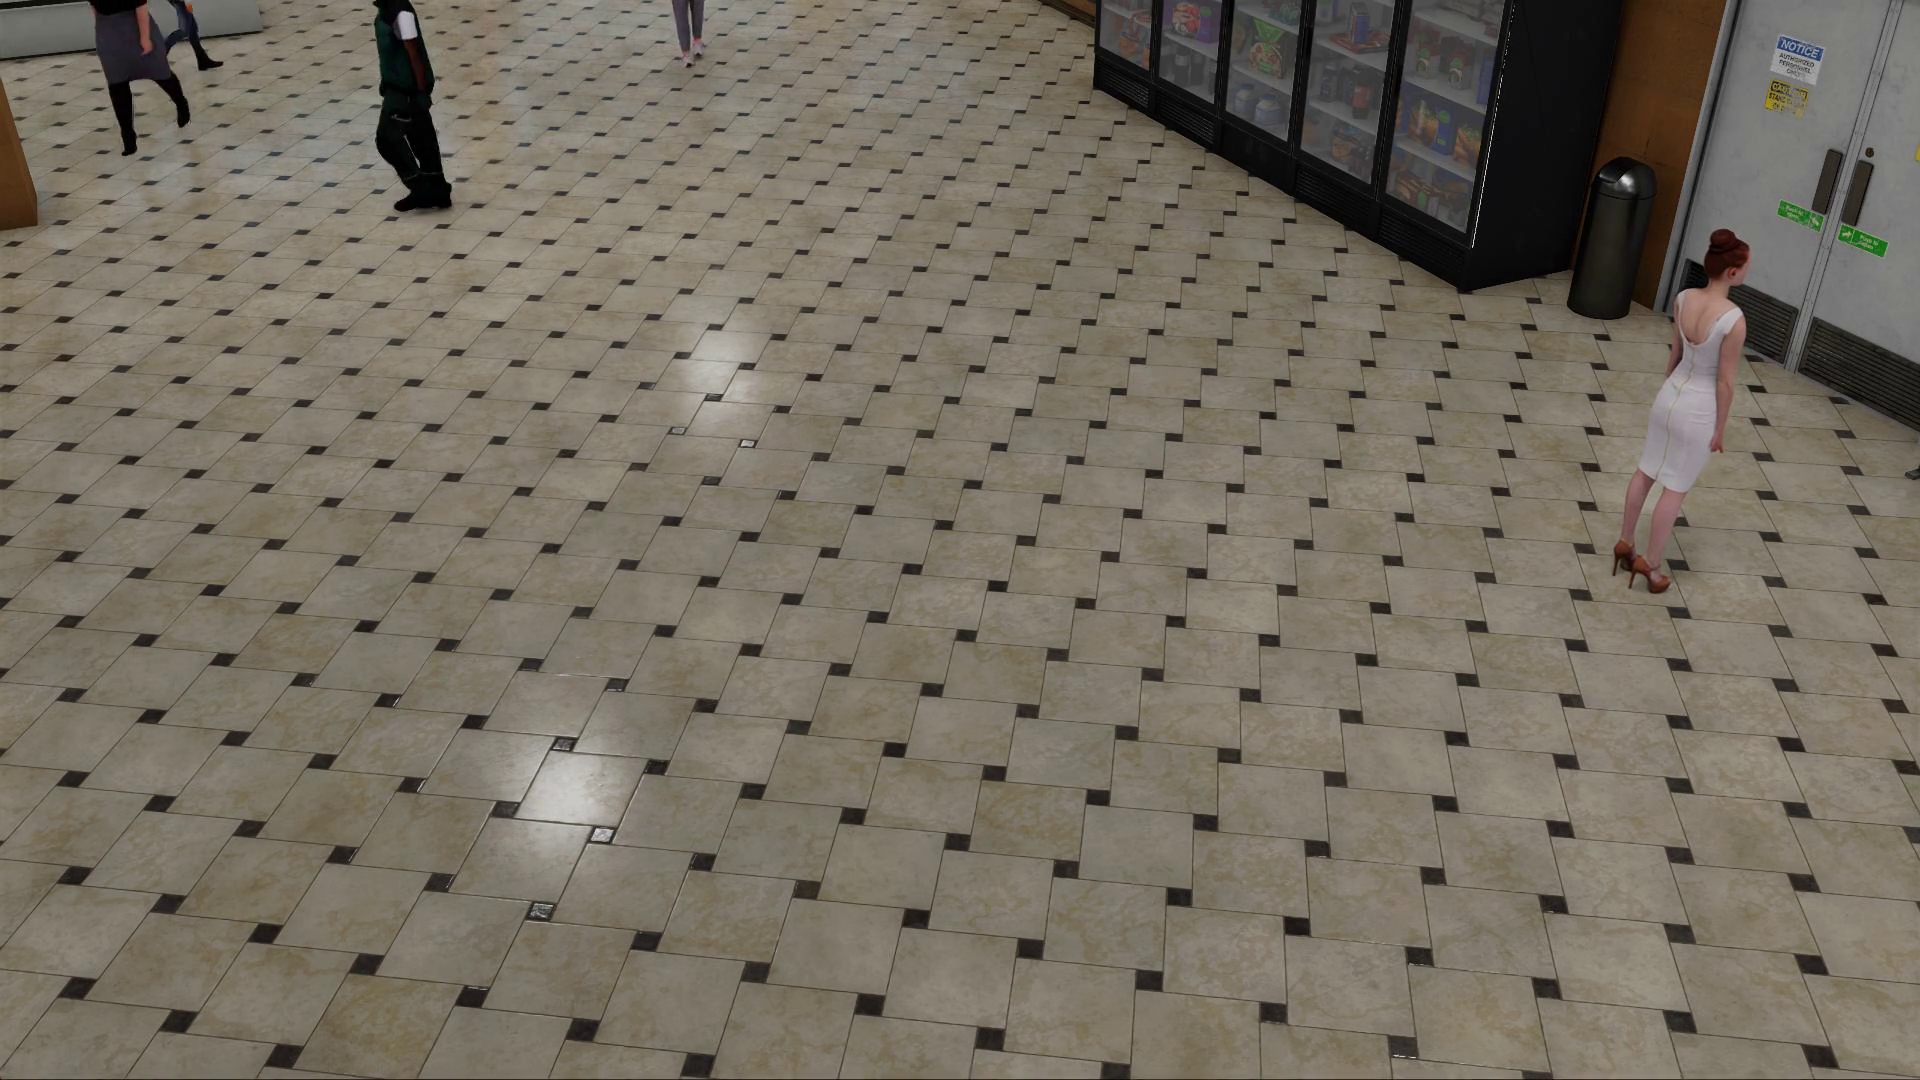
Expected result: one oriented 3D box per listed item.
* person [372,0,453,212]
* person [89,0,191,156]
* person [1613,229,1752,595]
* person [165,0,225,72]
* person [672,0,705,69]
[{"bbox_3d":[-3.869,-3.248,11.888,0.691,1.824,0.676,-13,34,-20],"label":"person"},{"bbox_3d":[-6.505,-3.972,13.148,1.147,1.722,1.051,1,32,2],"label":"person"},{"bbox_3d":[3.306,-0.569,7.608,0.508,1.796,0.572,-11,33,-17],"label":"person"},{"bbox_3d":[-7.072,-4.823,14.914,0.904,1.301,0.614,-24,39,-33],"label":"person"},{"bbox_3d":[-2.489,-5.160,15.198,1.026,1.572,0.786,-6,32,-10],"label":"person"}]
